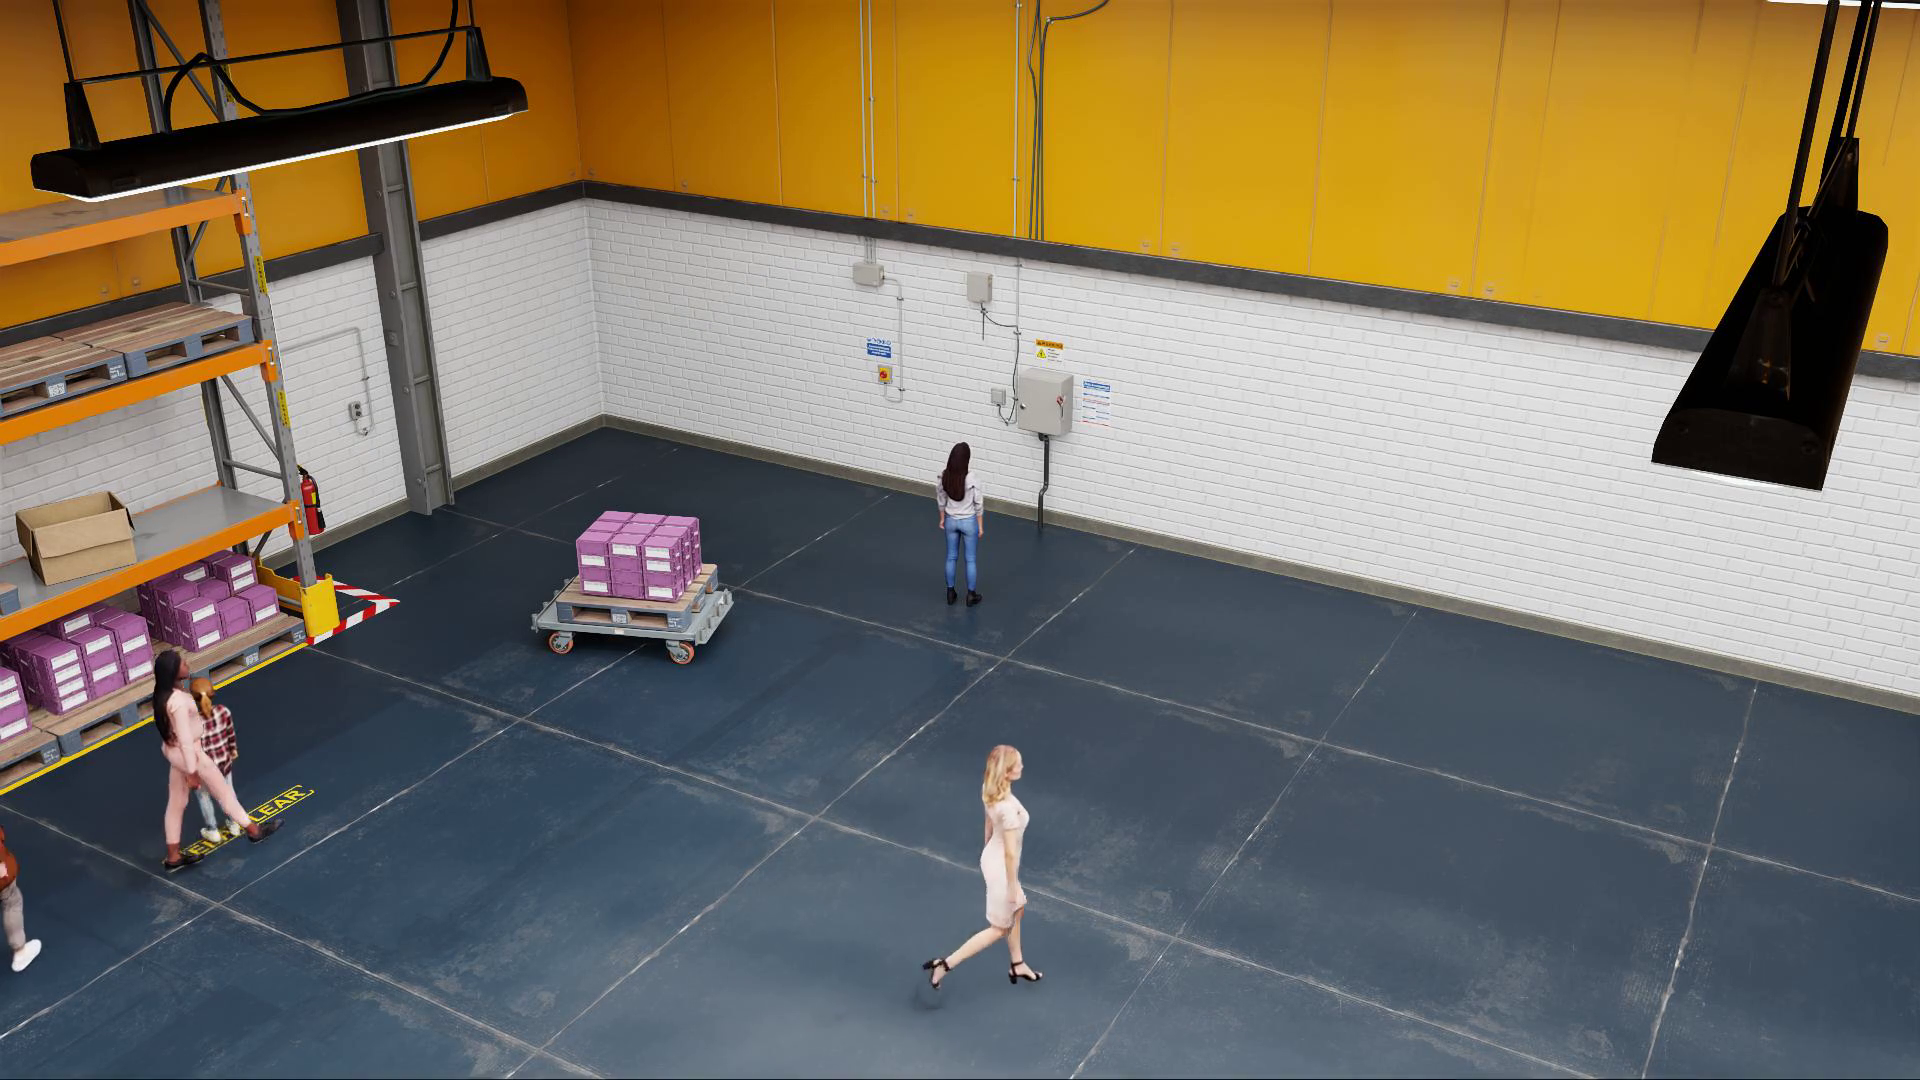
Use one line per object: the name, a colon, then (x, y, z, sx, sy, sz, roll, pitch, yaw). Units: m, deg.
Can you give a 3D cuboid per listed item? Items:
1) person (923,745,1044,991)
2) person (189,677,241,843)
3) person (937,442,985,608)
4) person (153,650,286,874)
person: (0.170, 2.106, 10.402, 1.094, 1.810, 1.015, -7, 25, -16)
person: (-5.472, 1.607, 12.176, 0.641, 1.304, 0.509, 20, 31, 39)
person: (0.010, -0.152, 15.789, 0.642, 1.633, 0.572, 8, 25, 17)
person: (-5.541, 1.592, 11.733, 1.156, 1.685, 0.891, -19, 30, -37)
